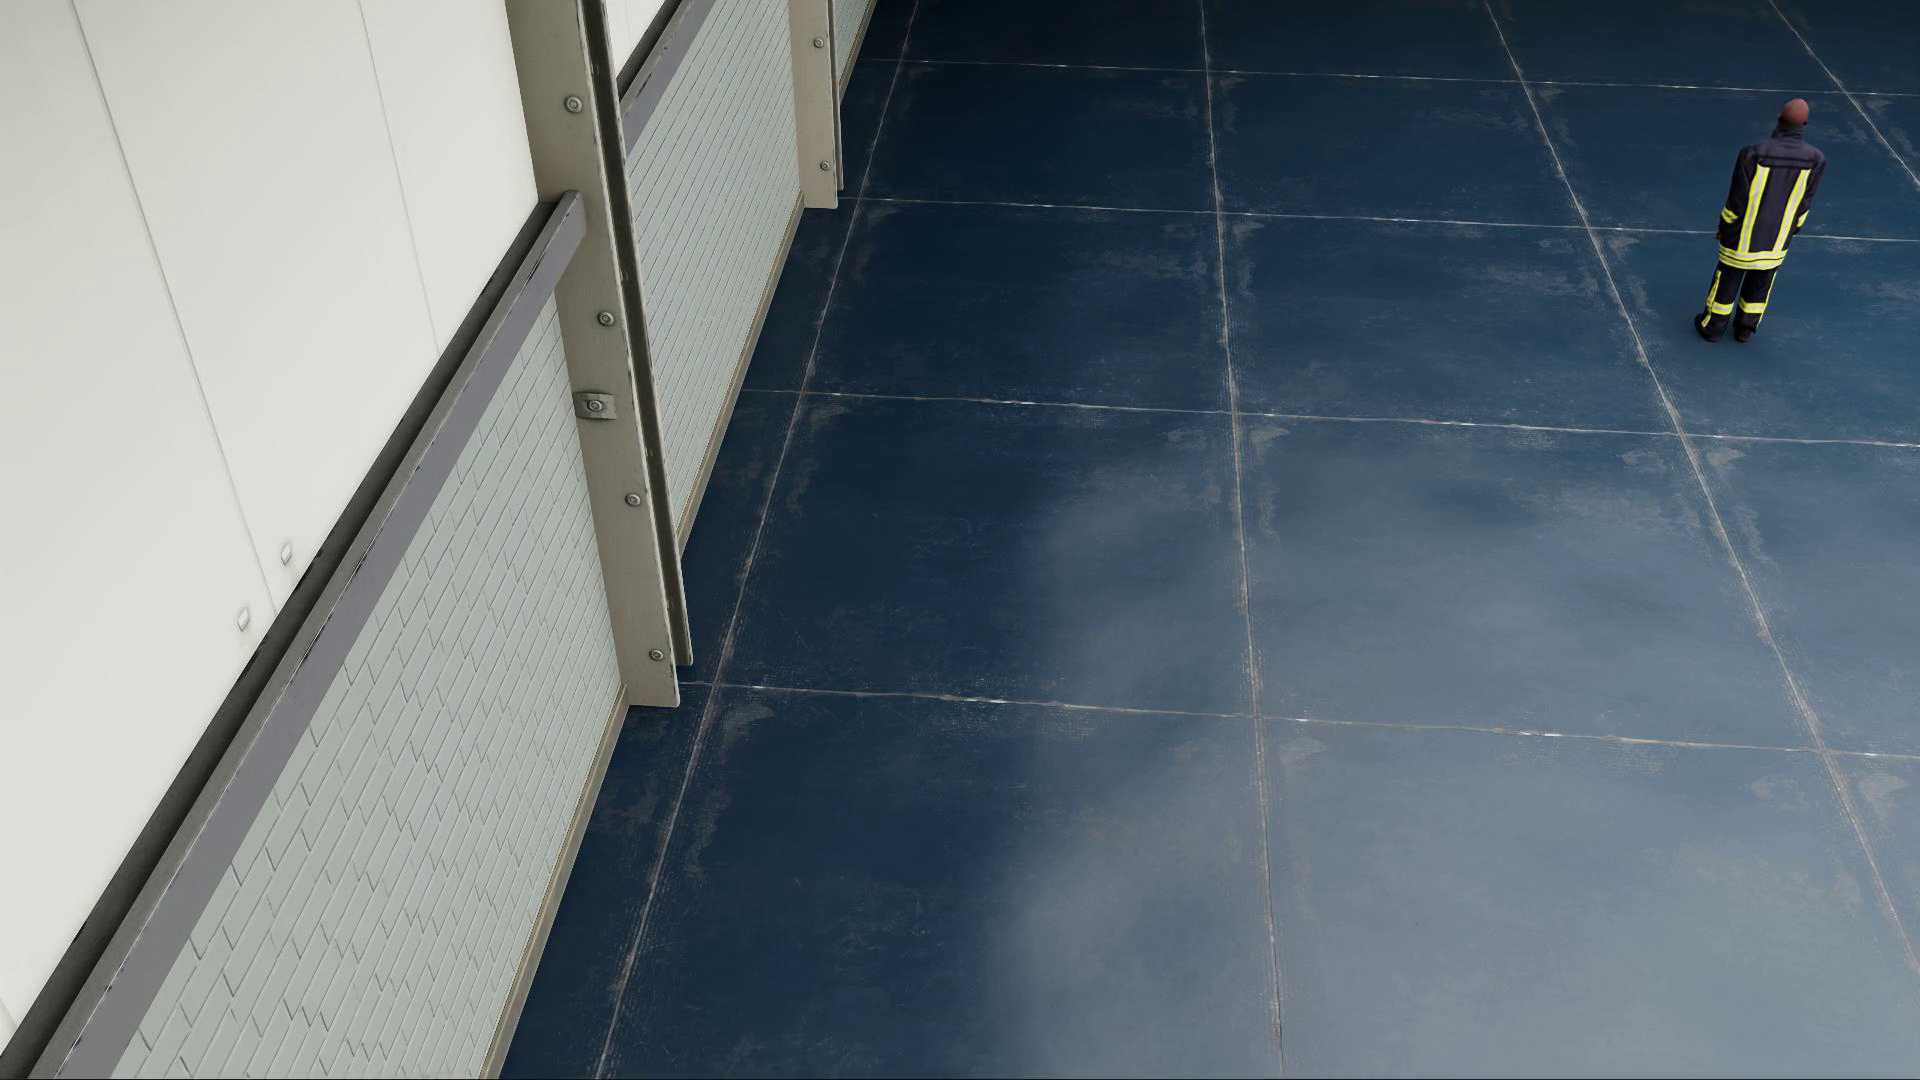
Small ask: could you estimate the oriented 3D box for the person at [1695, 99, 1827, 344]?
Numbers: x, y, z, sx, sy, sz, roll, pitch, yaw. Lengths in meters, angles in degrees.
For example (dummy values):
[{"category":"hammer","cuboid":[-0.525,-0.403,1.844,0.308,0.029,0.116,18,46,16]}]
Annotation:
[{"category":"person","cuboid":[5.637,-2.240,11.699,0.744,1.823,0.660,5,38,6]}]
